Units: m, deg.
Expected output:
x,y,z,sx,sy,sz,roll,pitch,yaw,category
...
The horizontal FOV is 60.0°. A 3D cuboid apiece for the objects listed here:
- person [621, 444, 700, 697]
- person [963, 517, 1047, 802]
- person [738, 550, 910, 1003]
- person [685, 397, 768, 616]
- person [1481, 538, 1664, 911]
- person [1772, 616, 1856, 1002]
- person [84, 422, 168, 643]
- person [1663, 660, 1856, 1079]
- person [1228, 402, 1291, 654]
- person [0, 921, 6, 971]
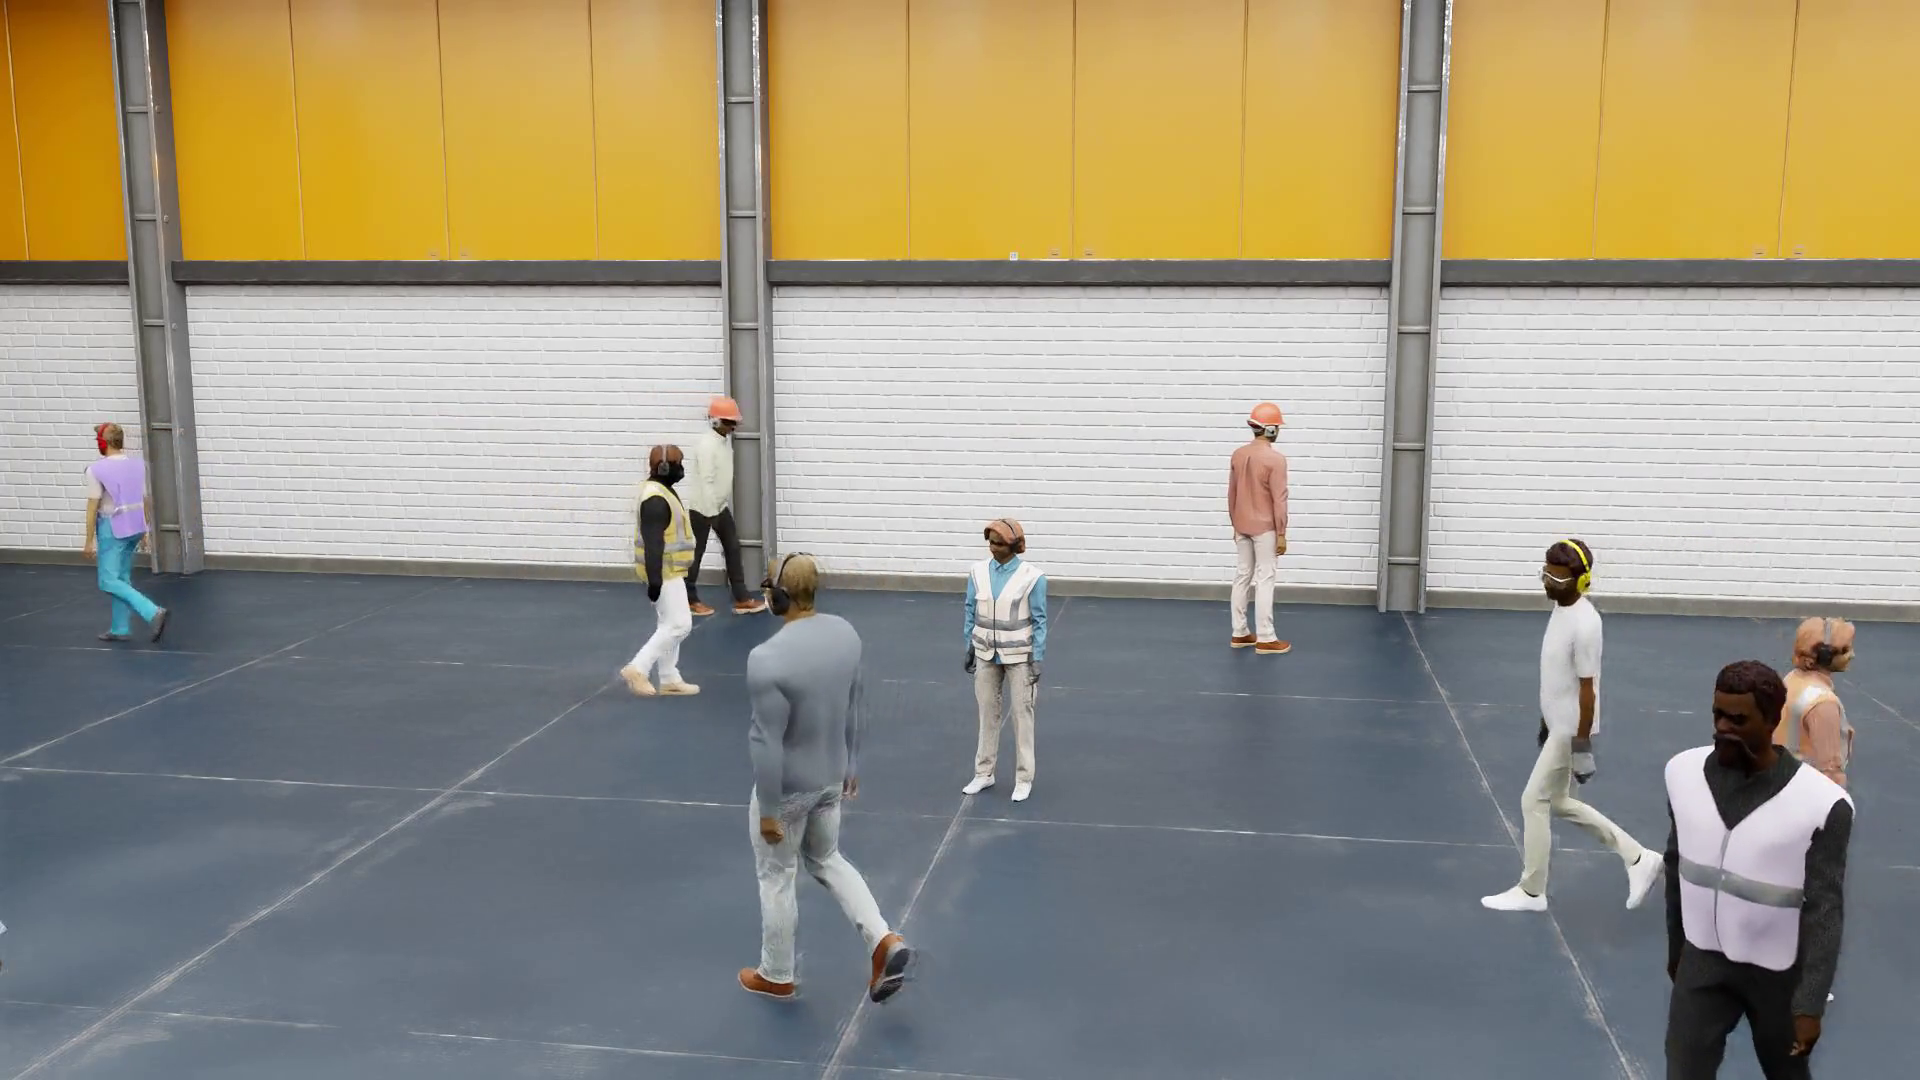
x,y,z,sx,sy,sz,roll,pitch,yaw,category
-2.097,0.227,11.757,0.465,1.824,0.631,-1,9,-8,person
0.256,0.678,9.553,0.513,1.639,0.311,5,10,28,person
-0.595,0.991,6.753,0.740,1.923,0.638,7,12,37,person
-2.081,-0.278,14.506,0.884,1.941,0.608,3,10,19,person
2.878,0.880,7.722,0.729,1.829,0.533,2,10,15,person
3.515,1.115,6.908,0.379,1.628,0.520,3,10,18,person
-6.744,-0.040,13.417,0.693,1.823,0.583,2,9,11,person
2.428,1.283,5.142,1.035,1.868,0.604,-7,12,-37,person
2.394,-0.099,13.248,0.395,1.994,0.612,-6,11,-31,person
-3.604,1.158,5.733,0.406,1.924,0.563,4,10,22,person
